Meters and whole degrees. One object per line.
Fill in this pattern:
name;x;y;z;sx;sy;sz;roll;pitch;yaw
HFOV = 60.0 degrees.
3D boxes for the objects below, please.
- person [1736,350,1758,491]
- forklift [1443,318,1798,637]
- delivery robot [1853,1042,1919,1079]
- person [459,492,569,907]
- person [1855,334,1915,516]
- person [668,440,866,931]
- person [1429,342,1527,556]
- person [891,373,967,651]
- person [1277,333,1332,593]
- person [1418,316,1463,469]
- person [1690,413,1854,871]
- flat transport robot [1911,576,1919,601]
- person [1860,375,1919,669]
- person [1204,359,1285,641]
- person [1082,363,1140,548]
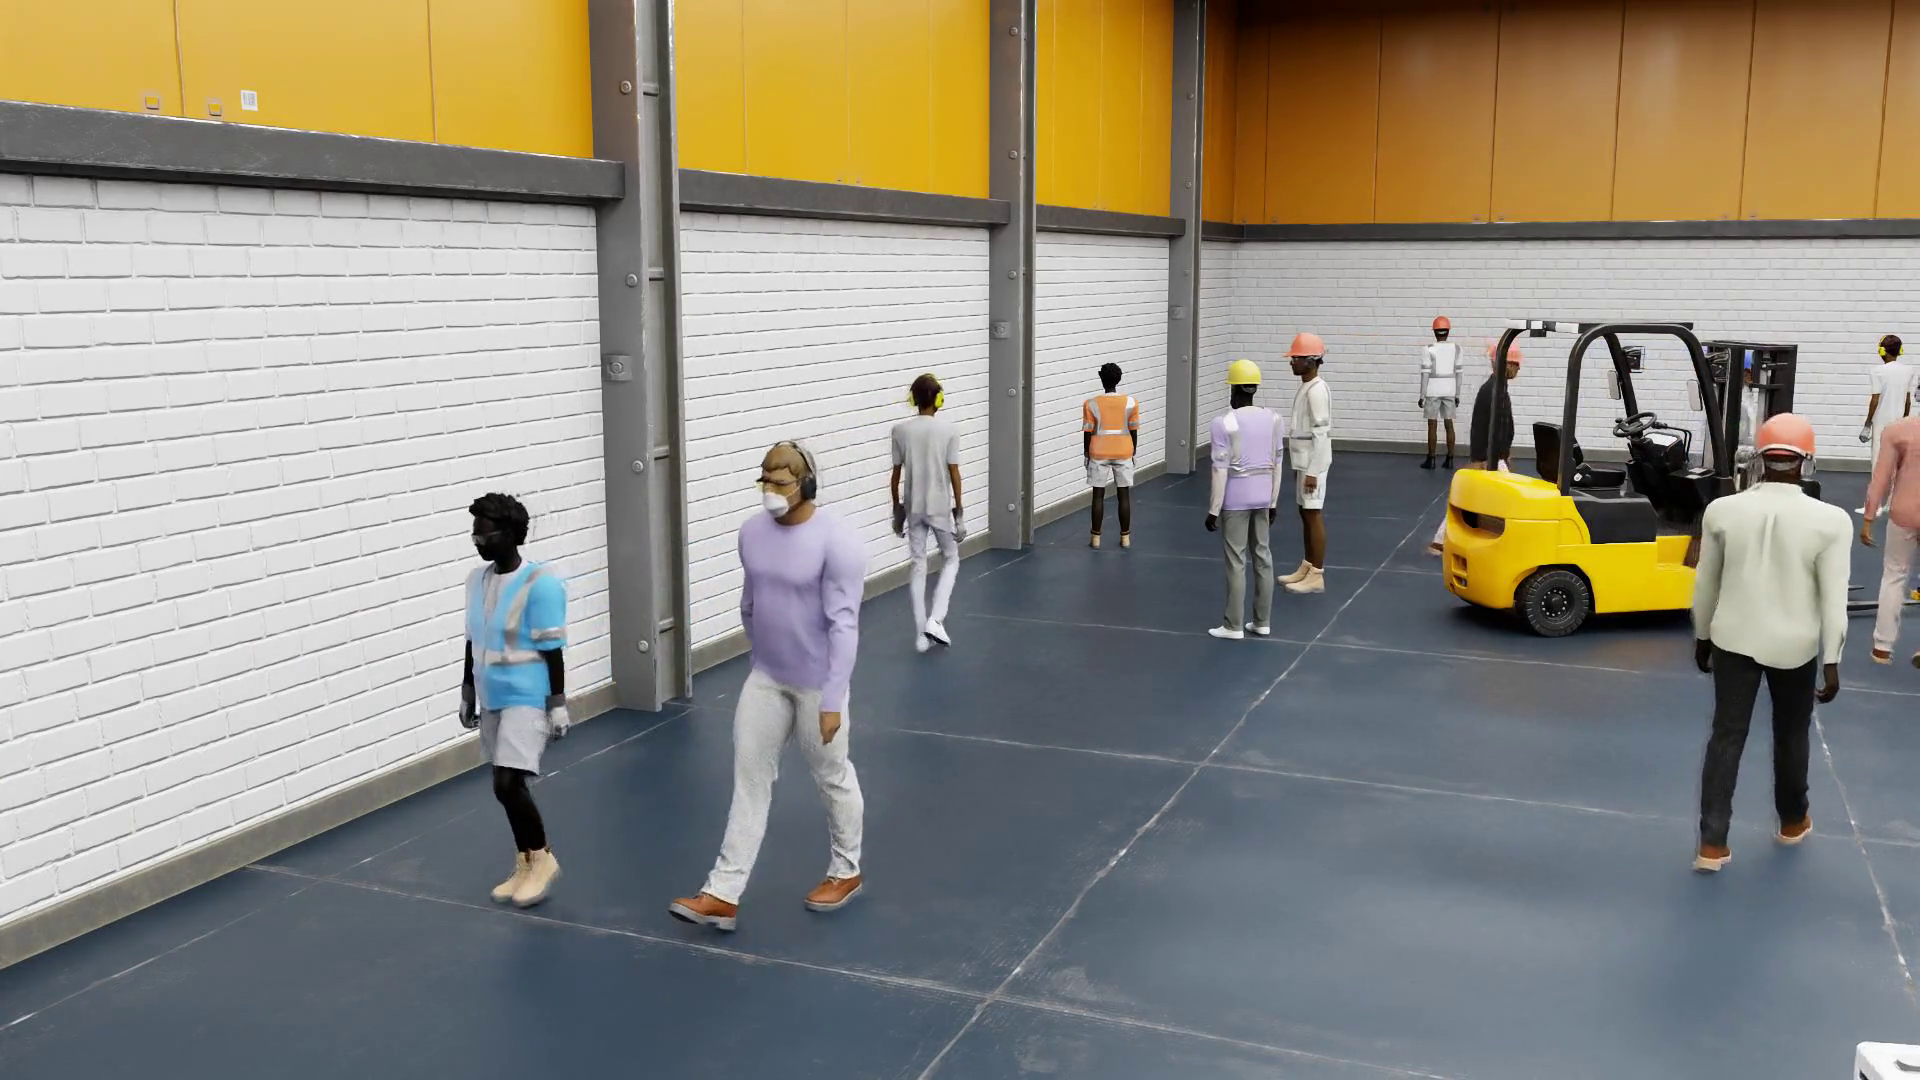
person;6.462;-0.640;13.808;1.020;1.885;0.624;8;12;40
forklift;4.706;-0.497;11.990;2.313;2.155;1.214;-2;10;-10
delivery robot;2.809;1.519;4.445;0.707;0.478;0.477;1;10;8
person;-1.805;0.645;6.622;0.552;1.675;0.405;7;12;37
person;9.515;-1.177;17.112;0.521;1.865;0.328;-2;10;-12
person;-0.693;0.574;6.393;0.645;1.893;0.904;7;11;35
person;4.565;-0.743;14.302;1.049;1.934;0.626;4;10;23
person;-0.200;-0.182;11.106;0.561;1.855;0.397;3;10;18
person;2.714;-0.599;13.060;0.392;2.045;0.608;1;9;4
person;6.052;-1.855;21.002;0.548;1.934;0.374;-1;9;-6
person;3.485;0.424;7.176;0.636;1.950;0.935;7;12;37
flat transport robot;7.556;0.468;11.954;0.652;0.197;1.431;0;9;1
person;6.092;-0.127;10.480;0.681;1.956;0.725;2;10;13
person;1.940;-0.269;11.412;0.585;1.929;0.377;-5;10;-26
person;1.367;-0.761;15.115;0.532;1.694;0.320;0;9;-1
